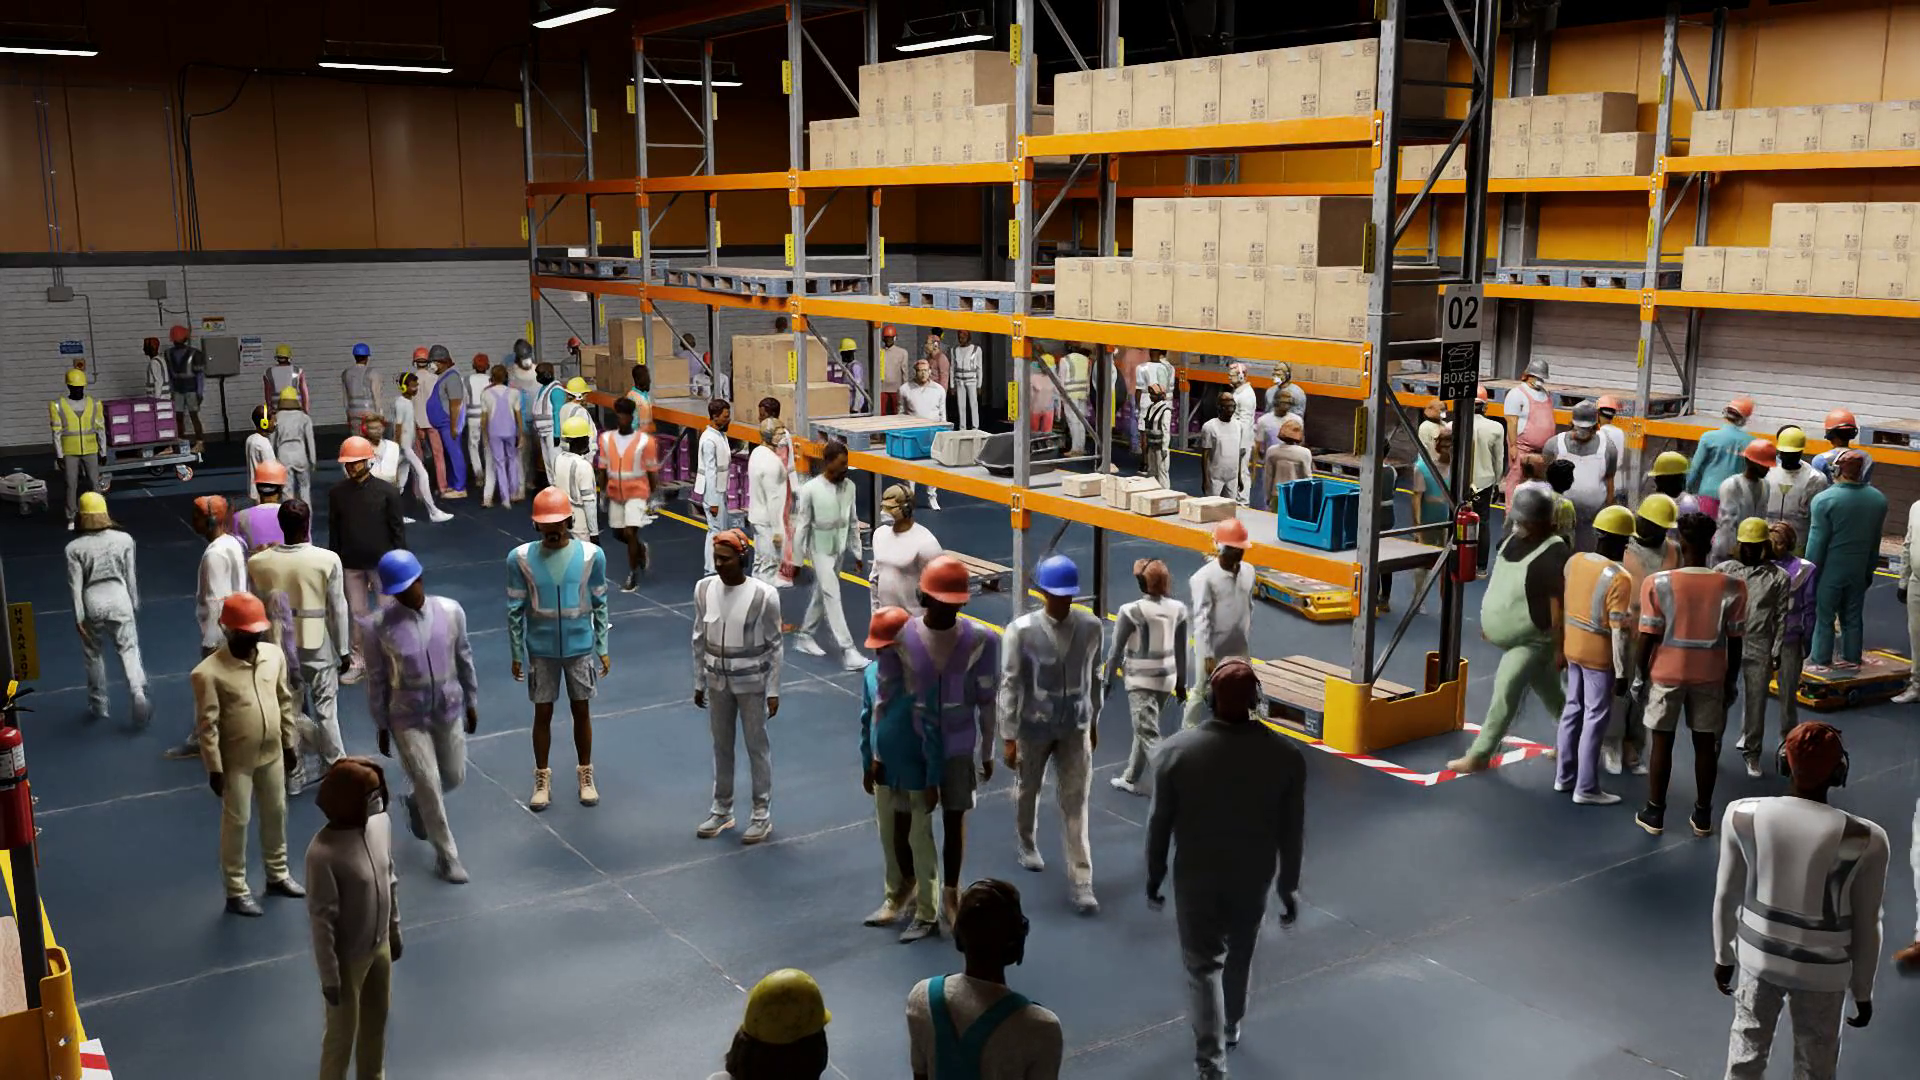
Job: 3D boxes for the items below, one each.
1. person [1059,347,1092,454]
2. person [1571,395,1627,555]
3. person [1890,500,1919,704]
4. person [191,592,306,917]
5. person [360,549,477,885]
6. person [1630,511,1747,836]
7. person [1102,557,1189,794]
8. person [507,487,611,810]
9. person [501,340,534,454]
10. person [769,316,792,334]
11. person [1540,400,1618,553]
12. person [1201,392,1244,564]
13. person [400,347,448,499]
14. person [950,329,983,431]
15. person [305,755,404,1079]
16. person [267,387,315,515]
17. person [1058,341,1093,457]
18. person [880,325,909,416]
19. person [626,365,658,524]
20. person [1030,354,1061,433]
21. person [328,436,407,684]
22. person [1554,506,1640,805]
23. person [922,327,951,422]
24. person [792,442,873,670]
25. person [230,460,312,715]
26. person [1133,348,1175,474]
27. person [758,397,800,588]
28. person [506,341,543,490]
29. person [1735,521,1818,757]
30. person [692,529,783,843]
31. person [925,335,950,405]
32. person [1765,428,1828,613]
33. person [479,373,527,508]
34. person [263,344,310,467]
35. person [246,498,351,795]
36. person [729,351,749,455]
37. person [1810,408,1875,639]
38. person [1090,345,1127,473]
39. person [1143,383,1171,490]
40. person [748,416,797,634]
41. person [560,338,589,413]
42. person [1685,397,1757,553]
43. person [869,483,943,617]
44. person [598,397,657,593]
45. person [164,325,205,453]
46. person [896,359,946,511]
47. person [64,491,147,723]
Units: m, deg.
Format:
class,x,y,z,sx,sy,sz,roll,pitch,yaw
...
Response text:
class,x,y,z,sx,sy,sz,roll,pitch,yaw
person,1.821,-2.174,25.882,0.544,1.677,0.464,-10,15,-42
person,6.509,-0.526,16.958,0.615,1.879,0.813,-8,14,-36
person,7.305,0.350,12.447,0.400,1.894,0.658,-4,12,-19
person,-3.764,1.127,8.854,0.357,1.742,0.568,6,13,28
person,-3.041,0.949,9.352,0.624,1.902,0.725,-9,14,-39
person,4.339,0.802,9.940,0.614,1.962,0.362,2,11,9
person,1.204,0.906,10.349,0.524,1.601,0.856,-7,13,-32
person,-2.497,0.675,10.389,0.616,2.041,0.378,-3,11,-15
person,-6.737,-2.177,25.629,0.645,1.789,0.928,-3,11,-16
person,-3.302,-3.213,30.803,0.570,1.840,0.373,3,12,17
person,5.685,-0.289,15.330,0.673,2.000,0.535,3,11,14
person,2.800,-0.661,17.737,0.514,1.843,0.327,-5,12,-25
person,-7.016,-1.532,21.850,0.613,1.984,0.409,-3,11,-14
person,0.094,-2.565,27.408,0.582,1.879,0.375,5,12,23
person,-2.371,1.632,6.573,0.285,1.628,0.503,3,11,14
person,-7.844,-0.939,19.509,0.504,1.709,0.806,-6,12,-27
person,1.777,-2.184,25.661,0.665,1.809,0.499,-8,14,-37
person,-1.115,-2.380,26.147,0.612,1.997,0.375,2,11,8
person,-3.886,-1.163,20.120,0.375,1.917,0.592,1,11,3
person,1.207,-1.887,24.343,0.537,1.716,0.868,-1,11,-6
person,-4.677,0.170,13.101,0.623,1.992,0.396,2,11,9
person,4.019,0.727,10.474,0.399,1.912,0.592,-3,11,-15
person,-0.386,-2.688,28.047,0.532,1.871,0.319,0,11,1
person,-1.062,0.112,13.757,1.017,1.861,0.605,9,14,38
person,-5.060,0.370,12.282,0.558,1.921,0.387,-5,12,-23
person,2.784,-1.917,23.891,0.598,1.958,0.370,-3,11,-15
person,-1.827,-0.480,16.662,0.410,1.908,0.598,-3,12,-17
person,-5.872,-1.704,22.574,0.692,2.000,0.610,-6,12,-27
person,5.609,0.670,11.480,0.526,1.632,0.312,8,14,35
person,-1.323,0.860,9.858,0.576,1.881,0.352,5,12,22
person,-0.408,-2.164,25.266,0.406,1.911,0.638,-5,12,-23
person,7.046,-0.010,14.220,0.587,1.919,0.396,9,14,40
person,-5.859,-1.341,21.379,0.619,1.796,0.914,0,11,2
person,-9.825,-1.940,24.317,0.590,1.833,0.404,-2,11,-11
person,-4.210,0.689,10.641,0.590,1.920,0.399,-1,11,-3
person,-3.445,-2.130,25.795,0.275,1.632,0.507,-6,12,-27
person,7.613,-0.131,14.523,0.611,2.038,0.394,-3,12,-17
person,2.152,-2.001,24.095,0.535,2.000,0.681,0,11,0
person,2.467,-1.141,20.741,0.314,1.632,0.516,-5,12,-22
person,-1.698,-0.133,14.805,0.371,1.936,0.629,-4,12,-20
person,-6.193,-2.389,26.839,0.560,1.743,0.347,-10,15,-42
person,7.534,-0.454,16.462,0.619,1.923,0.941,-3,11,-14
person,-0.378,0.574,11.174,0.353,1.937,0.635,-10,15,-43
person,-3.290,-0.485,16.623,0.597,1.943,0.776,3,11,13
person,-12.043,-2.325,25.801,0.619,2.031,0.442,1,11,7
person,-0.481,-1.311,20.896,0.641,1.913,0.407,-2,11,-12
person,-6.224,0.498,12.139,0.475,1.711,0.742,-8,14,-37
